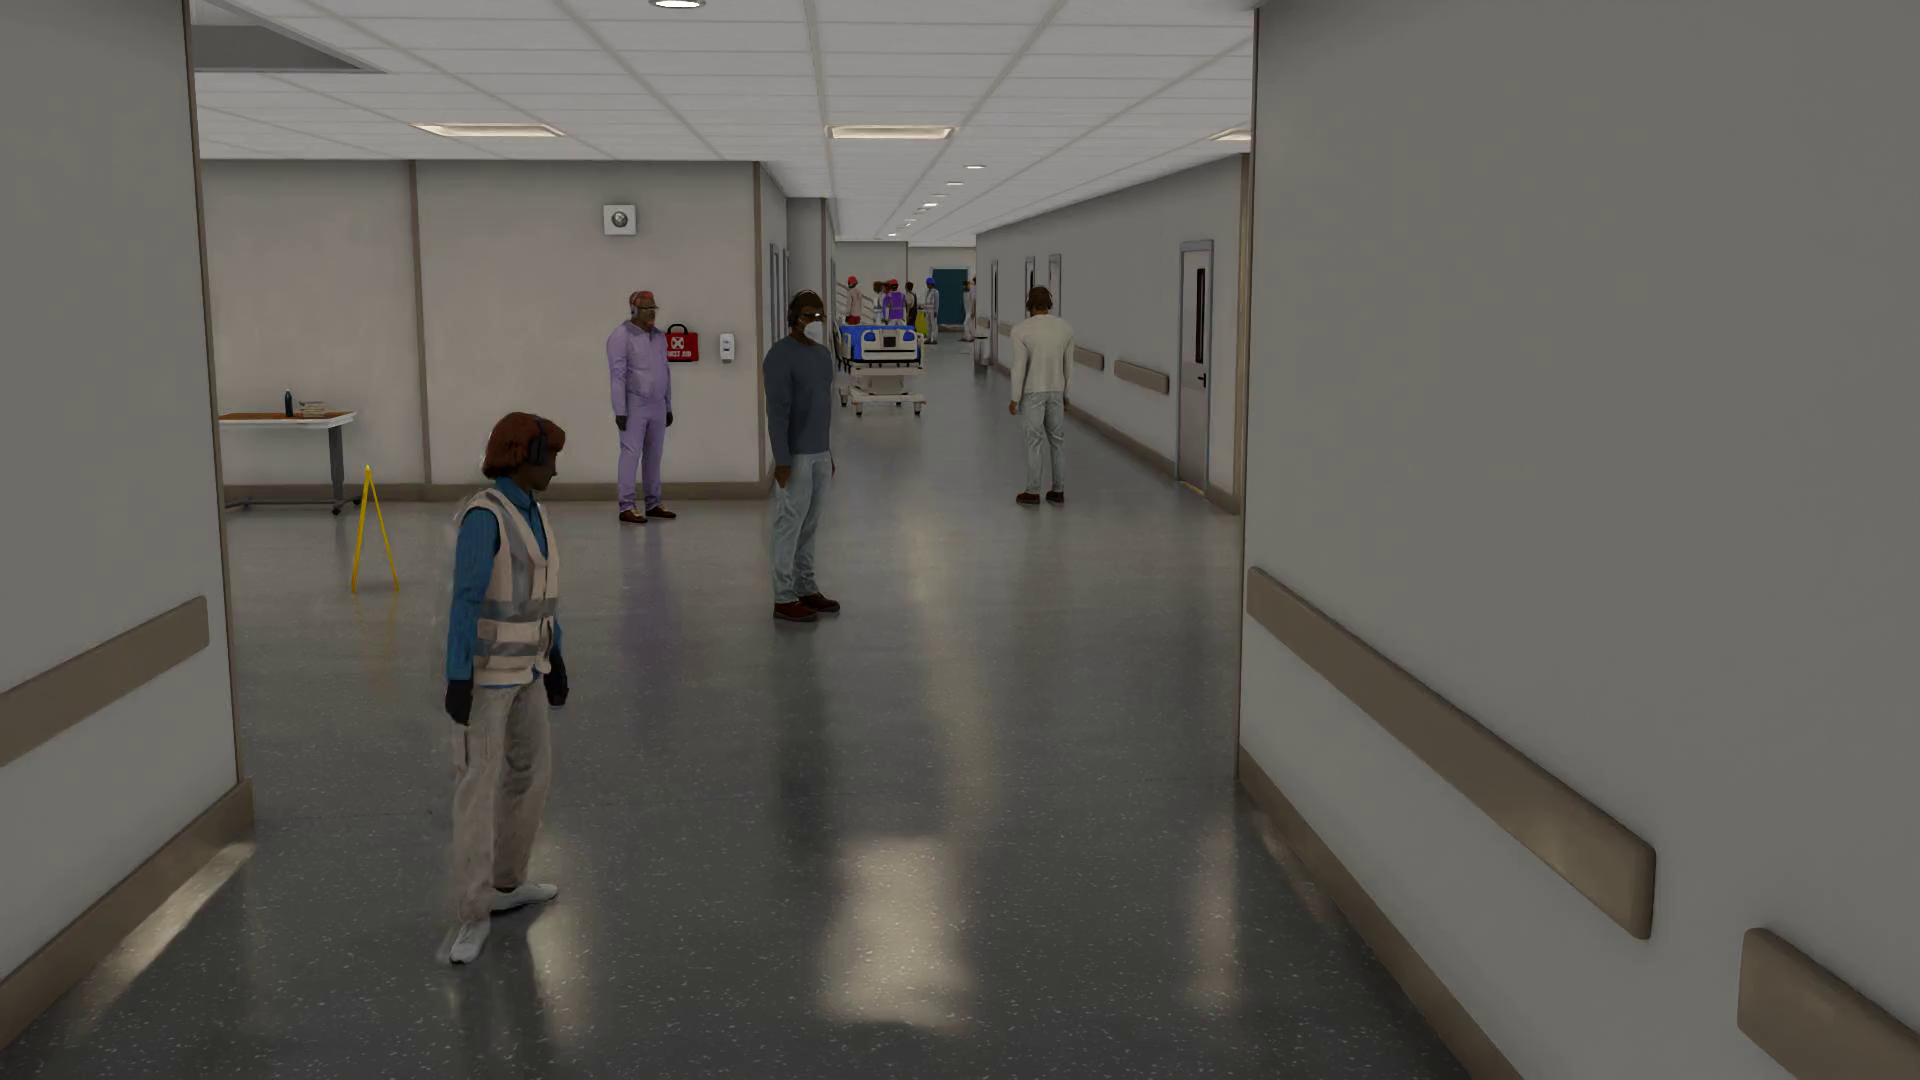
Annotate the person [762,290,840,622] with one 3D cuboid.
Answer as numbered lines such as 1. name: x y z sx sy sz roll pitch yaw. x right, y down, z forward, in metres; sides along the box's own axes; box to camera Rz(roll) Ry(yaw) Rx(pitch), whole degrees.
1. person: -0.928 -0.498 9.810 0.352 1.936 0.635 4 10 23

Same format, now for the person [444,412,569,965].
1. person: -1.391 0.428 5.030 0.328 1.608 0.635 2 9 10

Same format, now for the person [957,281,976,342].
1. person: 0.153 -6.857 50.023 0.836 1.834 0.571 -5 11 -30

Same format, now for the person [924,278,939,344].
1. person: -0.851 -6.694 48.676 0.387 1.949 0.602 -7 11 -38

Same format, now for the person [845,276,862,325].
1. person: -2.795 -5.866 43.335 0.402 1.991 0.633 5 11 30

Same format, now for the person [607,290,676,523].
1. person: -2.594 -1.094 13.684 0.399 1.900 0.646 6 11 32

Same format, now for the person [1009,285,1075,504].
1. person: 0.715 -1.280 14.731 0.627 1.936 0.375 -4 10 -26

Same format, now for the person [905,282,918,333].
1. person: -1.354 -6.211 45.976 0.340 1.838 0.516 3 10 20

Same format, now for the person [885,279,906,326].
1. person: -1.640 -5.588 41.798 0.543 1.927 0.375 -4 10 -23
